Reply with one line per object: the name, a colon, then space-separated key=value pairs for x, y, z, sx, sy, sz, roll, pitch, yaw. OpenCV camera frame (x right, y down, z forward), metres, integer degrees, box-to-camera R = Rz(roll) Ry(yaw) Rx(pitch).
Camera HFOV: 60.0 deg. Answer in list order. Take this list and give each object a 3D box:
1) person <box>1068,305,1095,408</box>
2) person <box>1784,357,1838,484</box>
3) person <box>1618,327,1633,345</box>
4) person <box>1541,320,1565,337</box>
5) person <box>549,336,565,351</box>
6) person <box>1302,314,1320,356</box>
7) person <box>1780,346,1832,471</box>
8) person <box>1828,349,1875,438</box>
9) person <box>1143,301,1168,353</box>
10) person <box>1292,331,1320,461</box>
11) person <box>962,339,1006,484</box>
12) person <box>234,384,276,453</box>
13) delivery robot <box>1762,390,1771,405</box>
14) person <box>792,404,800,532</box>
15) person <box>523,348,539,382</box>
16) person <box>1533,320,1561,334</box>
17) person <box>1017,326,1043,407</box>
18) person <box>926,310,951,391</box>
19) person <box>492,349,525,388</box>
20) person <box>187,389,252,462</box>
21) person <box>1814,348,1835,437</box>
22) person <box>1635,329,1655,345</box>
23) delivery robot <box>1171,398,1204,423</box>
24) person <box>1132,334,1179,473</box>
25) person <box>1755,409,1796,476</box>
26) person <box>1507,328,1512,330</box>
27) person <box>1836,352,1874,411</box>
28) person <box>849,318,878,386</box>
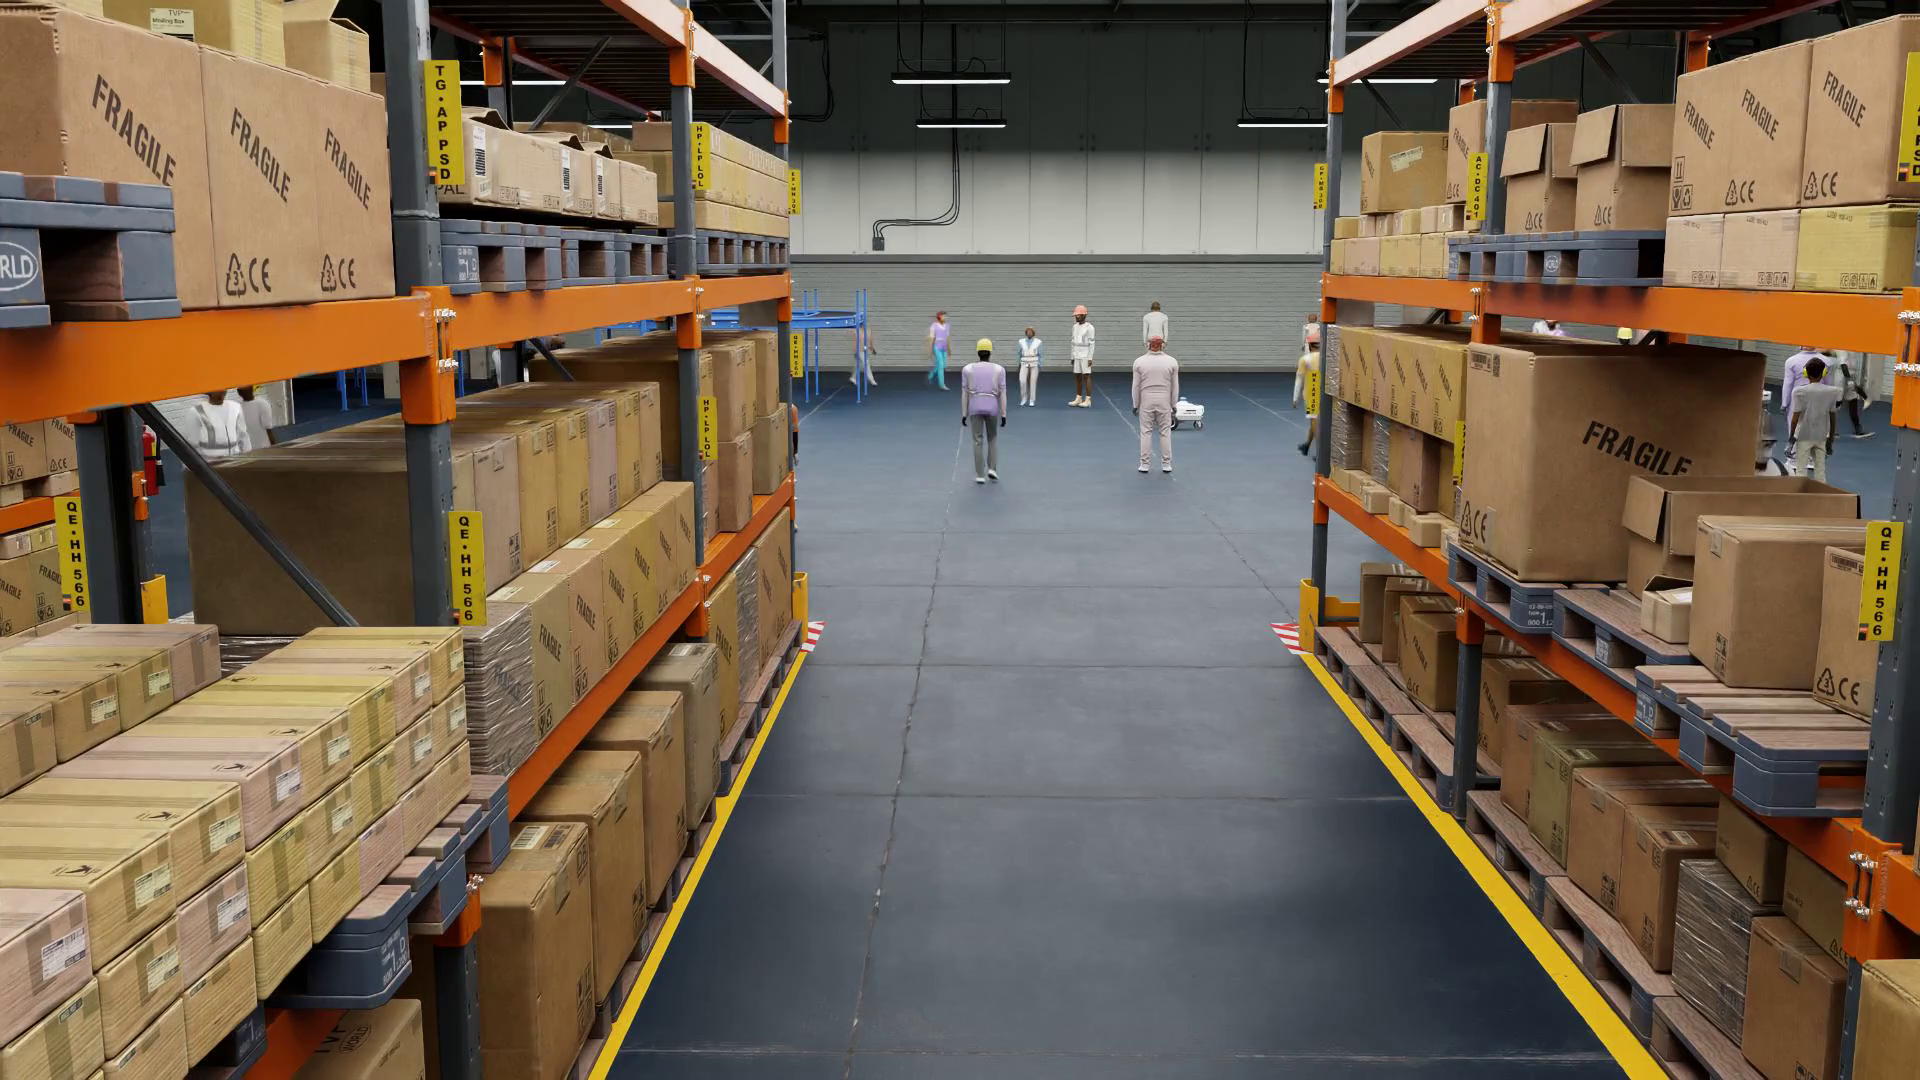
person: x=2.437 y=-3.694 z=33.466 sx=0.396 sy=2.042 sz=0.610 roll=-7 pitch=12 yaw=-35
person: x=9.365 y=-1.073 z=18.327 sx=0.513 sy=1.857 sz=0.329 roll=0 pitch=9 yaw=3
person: x=10.274 y=-2.347 z=25.793 sx=0.623 sy=1.902 sz=0.693 roll=3 pitch=10 yaw=19
person: x=11.979 y=-3.647 z=33.565 sx=0.749 sy=1.918 sz=0.546 roll=-5 pitch=11 yaw=-26
person: x=-6.173 y=-2.226 z=25.453 sx=1.003 sy=1.792 sz=0.636 roll=4 pitch=10 yaw=21
person: x=8.719 y=-4.783 z=41.204 sx=0.515 sy=1.636 sz=0.315 roll=0 pitch=9 yaw=3
person: x=11.817 y=-1.926 z=23.300 sx=0.643 sy=1.903 sz=0.399 roll=0 pitch=9 yaw=3
person: x=14.672 y=-2.629 z=27.419 sx=0.624 sy=1.928 sz=0.793 roll=-9 pitch=13 yaw=-43
person: x=4.842 y=-4.950 z=41.299 sx=0.629 sy=1.939 sz=0.372 roll=0 pitch=9 yaw=3
person: x=5.193 y=-2.133 z=24.574 sx=0.566 sy=1.883 sz=0.983 roll=-3 pitch=10 yaw=-15
person: x=0.314 y=-1.716 z=22.092 sx=0.588 sy=1.887 sz=0.595 roll=0 pitch=9 yaw=-1
person: x=-7.252 y=-0.859 z=17.155 sx=0.527 sy=1.821 sz=0.978 roll=5 pitch=11 yaw=29
delivery robot: x=15.426 y=-2.781 z=32.292 sx=0.707 sy=0.478 sz=0.477 roll=-7 pitch=12 yaw=-35
person: x=-1.989 y=-0.923 z=17.899 sx=0.537 sy=1.696 sz=0.321 roll=0 pitch=9 yaw=3
person: x=-6.122 y=-1.904 z=23.837 sx=0.453 sy=1.683 sz=0.542 roll=6 pitch=11 yaw=30
person: x=13.191 y=-4.293 z=37.453 sx=0.605 sy=1.915 sz=0.891 roll=5 pitch=11 yaw=27
person: x=1.401 y=-3.497 z=33.535 sx=0.534 sy=1.616 sz=0.559 roll=2 pitch=10 yaw=11
person: x=-0.495 y=-4.315 z=37.833 sx=0.679 sy=1.822 sz=0.588 roll=8 pitch=12 yaw=40
person: x=-6.927 y=-2.265 z=25.433 sx=0.615 sy=1.861 sz=1.006 roll=3 pitch=10 yaw=19
person: x=-7.176 y=-0.717 z=16.232 sx=0.989 sy=1.833 sz=0.573 roll=5 pitch=11 yaw=28
person: x=14.241 y=-2.492 z=27.622 sx=0.512 sy=1.585 sz=0.853 roll=0 pitch=9 yaw=2
person: x=14.877 y=-4.010 z=35.834 sx=0.649 sy=1.888 sz=0.416 roll=6 pitch=11 yaw=33
delivery robot: x=3.901 y=-2.247 z=29.093 sx=0.707 sy=0.478 sz=0.477 roll=0 pitch=10 yaw=1
person: x=2.700 y=-1.888 z=23.059 sx=0.643 sy=1.908 sz=0.399 roll=0 pitch=9 yaw=3
person: x=5.065 y=0.127 z=10.710 sx=0.686 sy=2.000 sz=1.005 roll=-3 pitch=10 yaw=-16
person: x=10.031 y=-3.080 z=30.810 sx=0.513 sy=1.701 sz=0.810 roll=-3 pitch=10 yaw=-15
person: x=17.487 y=-3.353 z=32.556 sx=0.776 sy=1.672 sz=0.531 roll=7 pitch=12 yaw=34
person: x=-2.314 y=-4.464 z=39.406 sx=0.867 sy=1.588 sz=0.534 roll=6 pitch=11 yaw=32
